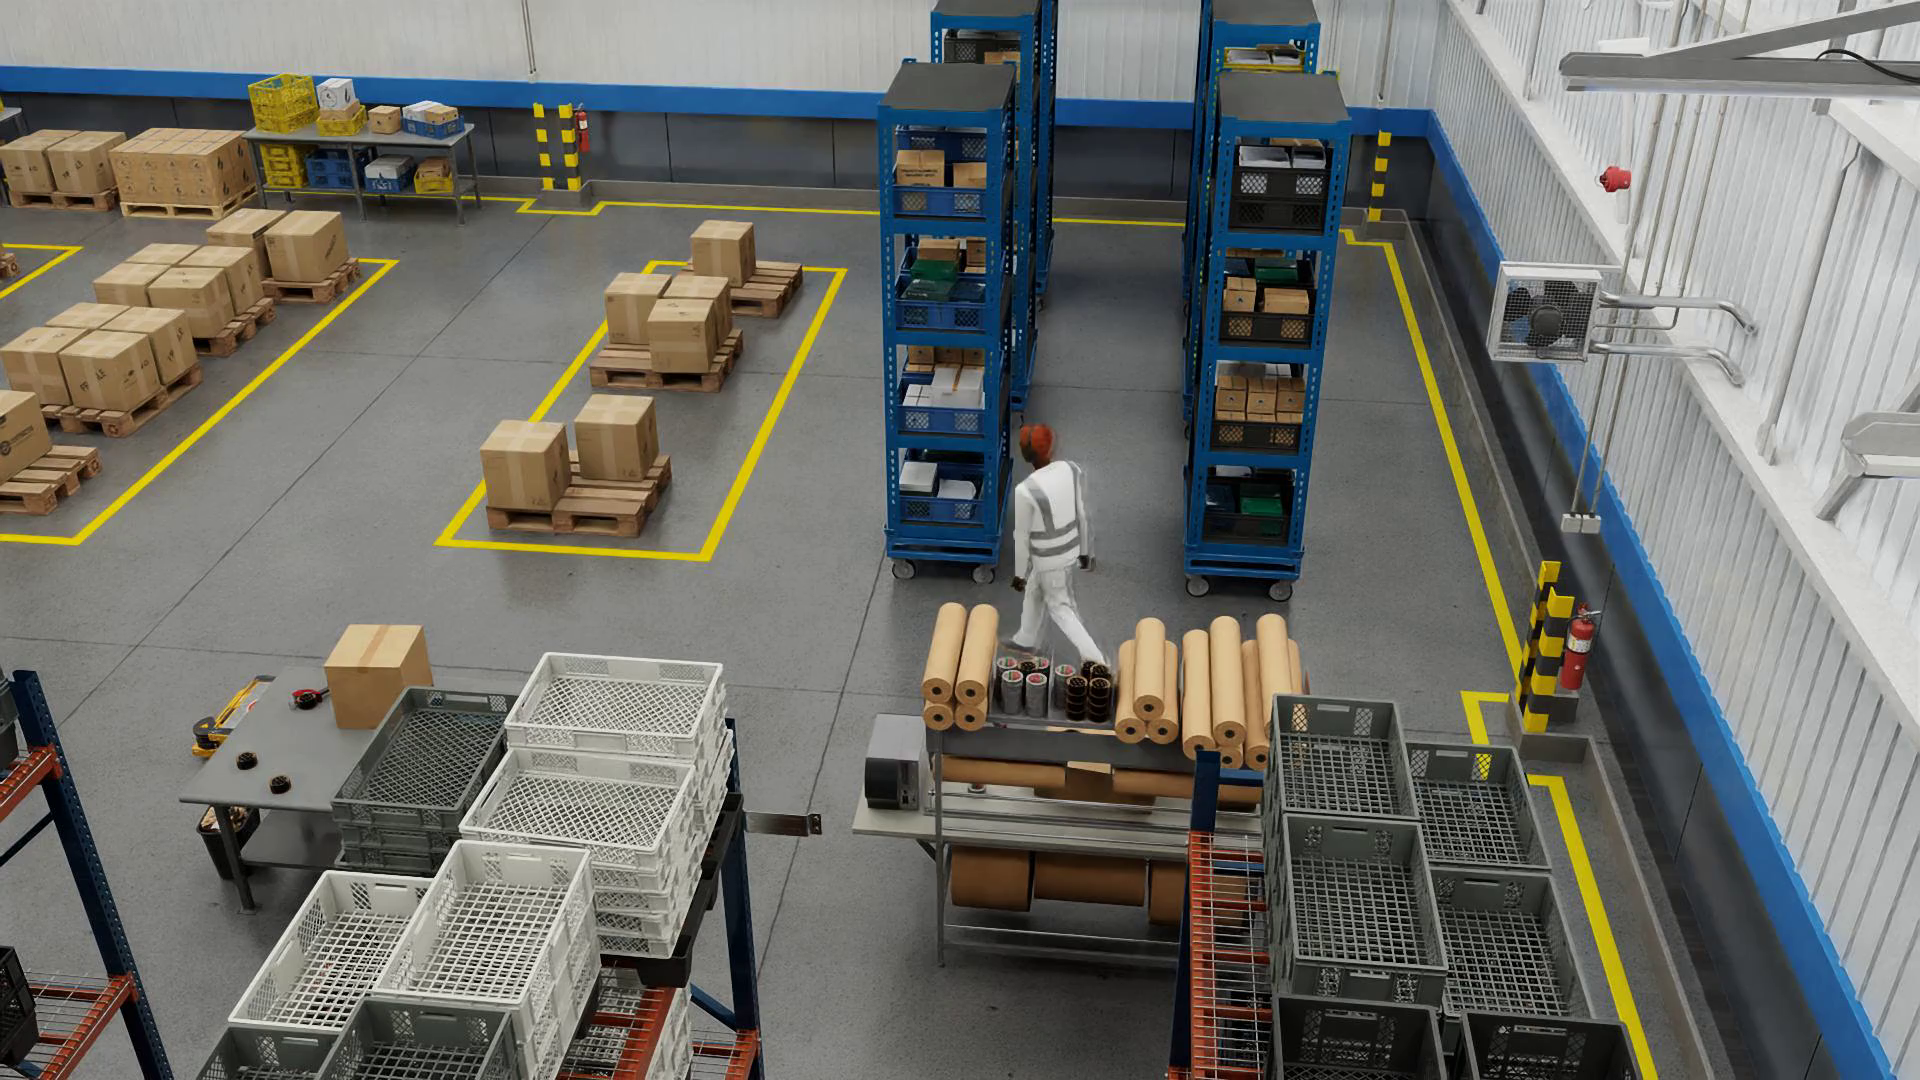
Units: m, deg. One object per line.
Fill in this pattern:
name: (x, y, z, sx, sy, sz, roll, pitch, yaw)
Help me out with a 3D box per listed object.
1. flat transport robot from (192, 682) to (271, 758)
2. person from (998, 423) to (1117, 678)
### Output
flat transport robot: (-4.089, 1.163, 10.648, 1.431, 0.197, 0.652, 3, 30, 6)
person: (0.662, 0.121, 10.930, 0.956, 1.828, 0.585, 21, 36, 32)
